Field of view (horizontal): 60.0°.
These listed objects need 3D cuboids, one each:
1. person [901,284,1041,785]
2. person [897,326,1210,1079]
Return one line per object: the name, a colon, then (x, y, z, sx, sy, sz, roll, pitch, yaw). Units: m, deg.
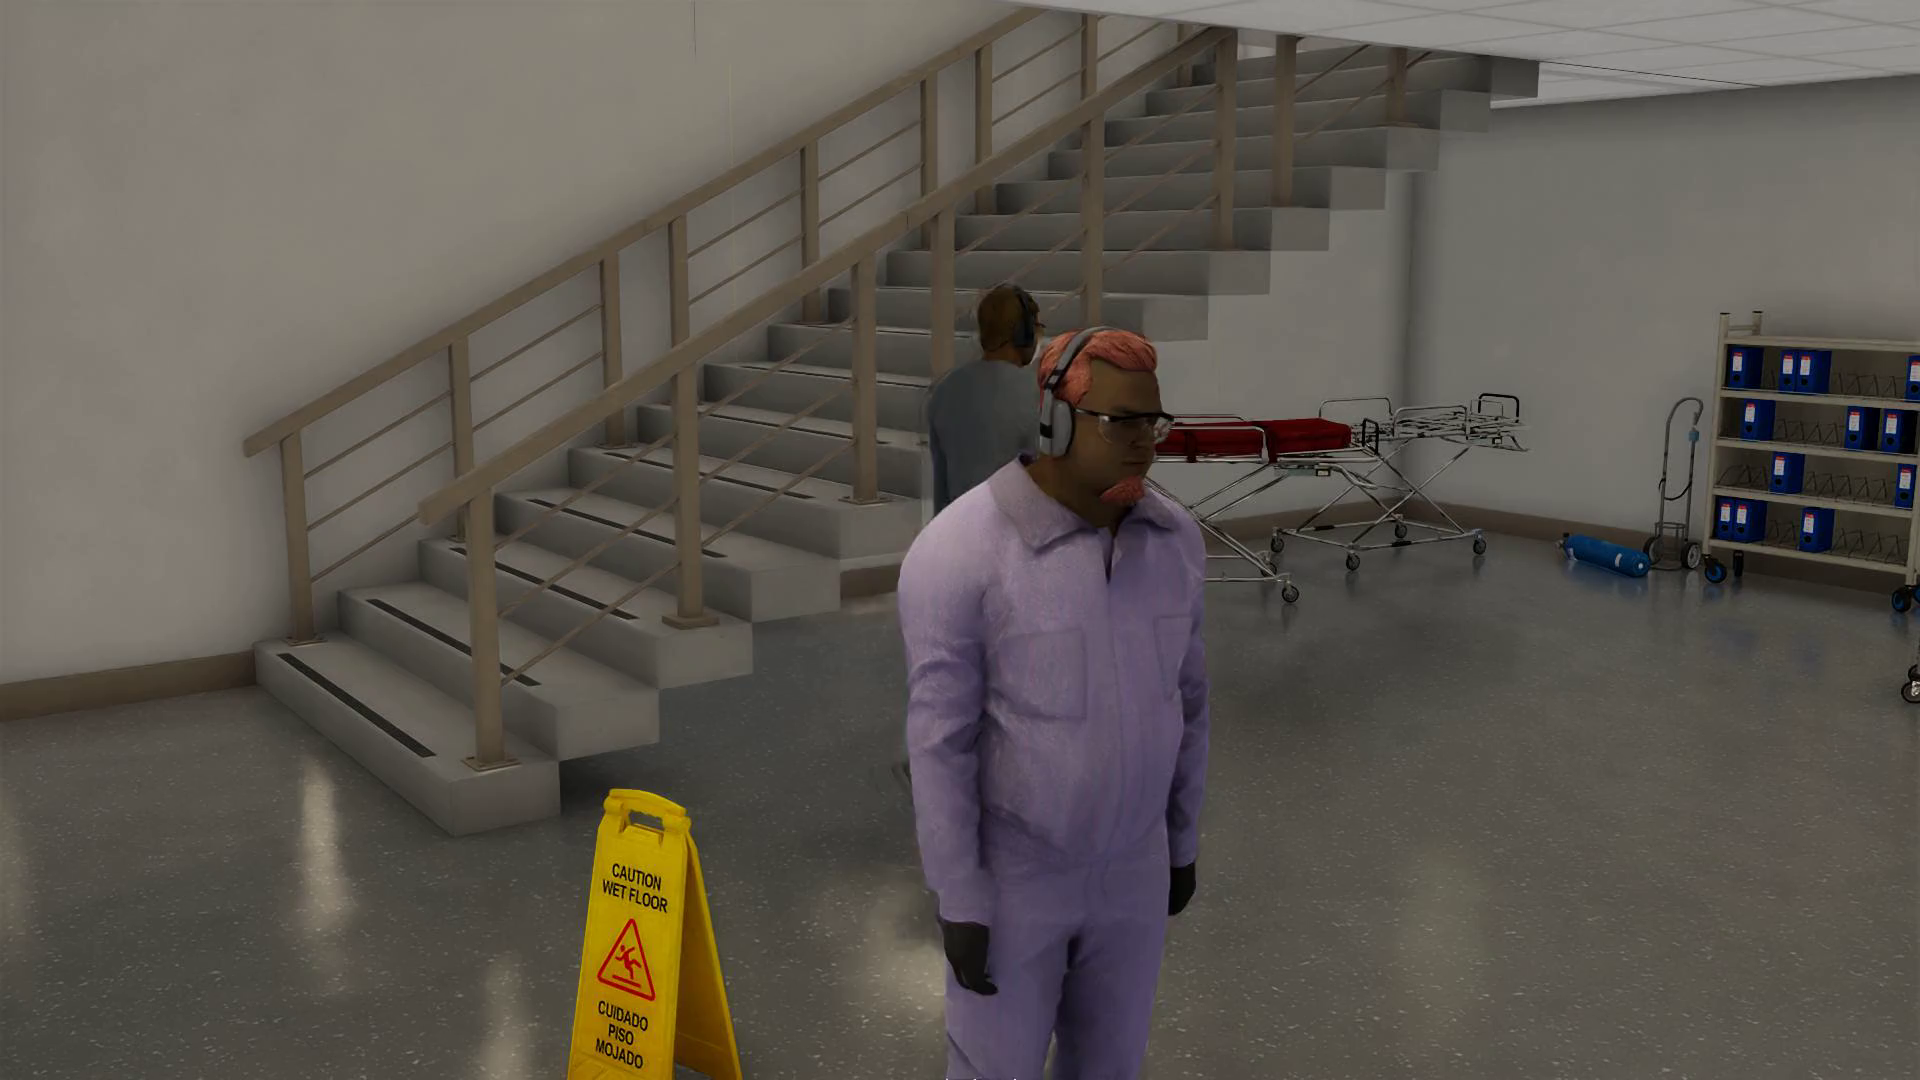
person: (0.081, 0.084, 5.724, 0.701, 1.917, 0.629, -8, 13, -40)
person: (0.206, 0.571, 2.981, 0.666, 1.896, 0.397, -6, 12, -32)
